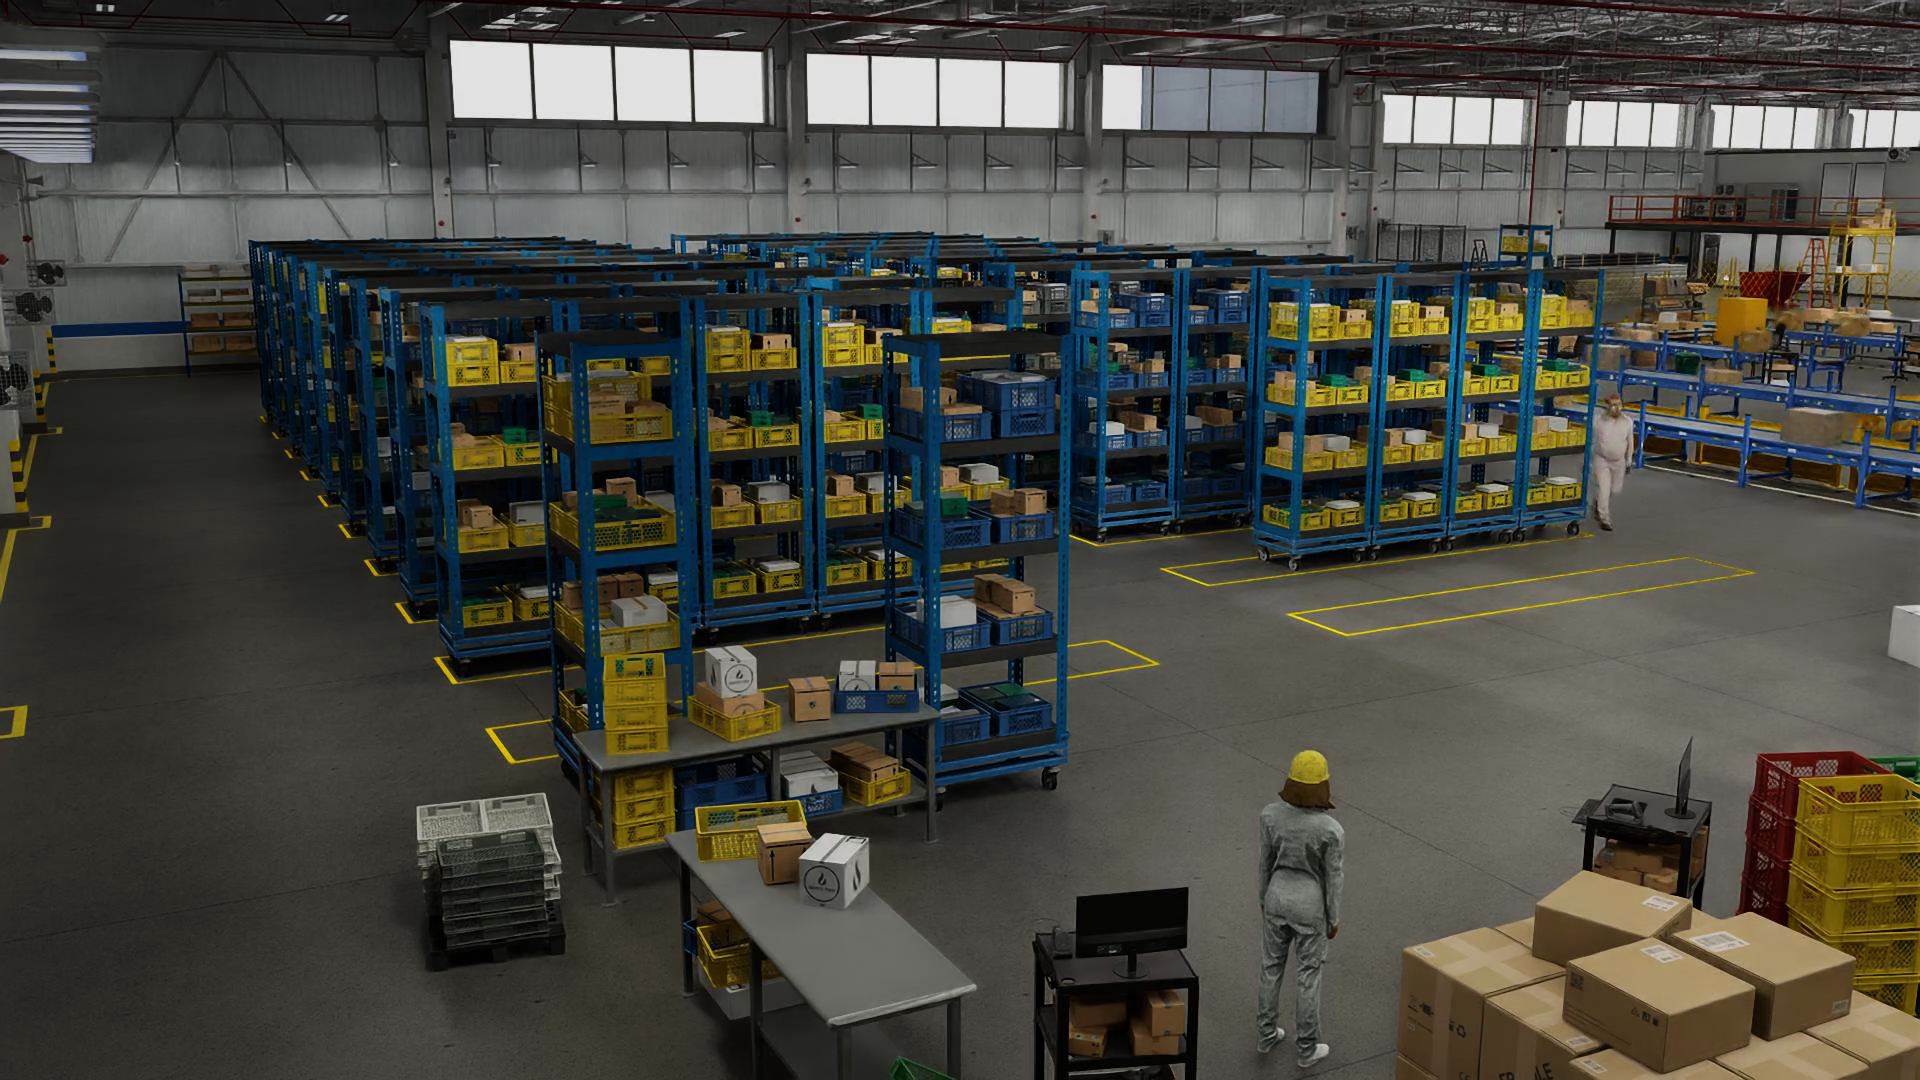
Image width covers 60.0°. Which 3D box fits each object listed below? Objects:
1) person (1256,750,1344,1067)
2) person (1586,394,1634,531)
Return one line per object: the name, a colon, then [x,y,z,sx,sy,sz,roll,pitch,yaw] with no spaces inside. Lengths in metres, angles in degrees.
person: [1.836,1.972,8.989,0.480,1.734,0.331,8,14,33]
person: [8.967,-1.104,23.034,0.651,1.882,0.756,-1,12,-4]
